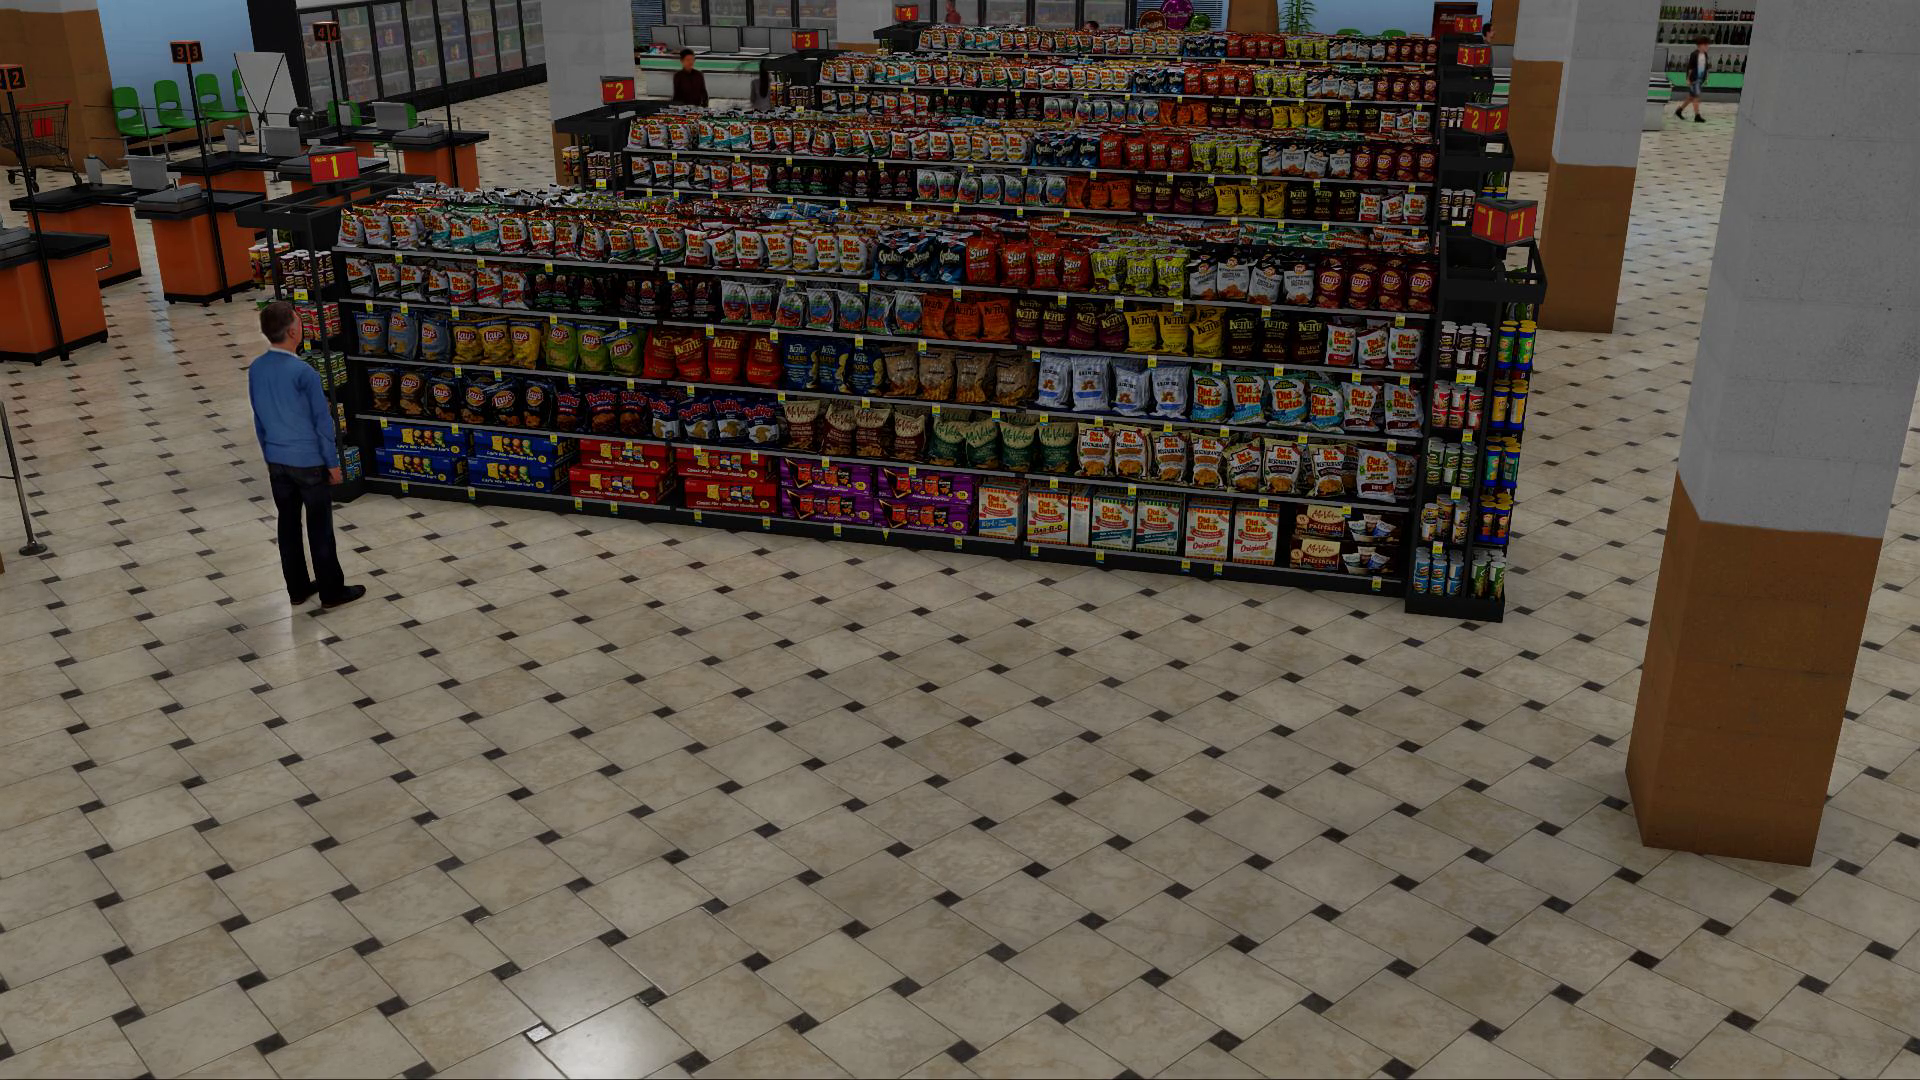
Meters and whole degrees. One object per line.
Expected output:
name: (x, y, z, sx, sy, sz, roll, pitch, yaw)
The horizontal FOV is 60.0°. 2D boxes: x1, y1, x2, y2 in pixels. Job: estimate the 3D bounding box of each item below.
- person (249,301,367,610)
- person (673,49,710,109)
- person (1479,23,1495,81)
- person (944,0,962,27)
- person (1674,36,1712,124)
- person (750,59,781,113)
person: (-3.845, -0.491, 9.653, 0.520, 1.817, 0.738, 8, 23, 19)
person: (-3.824, -6.013, 23.472, 1.002, 1.759, 1.086, -13, 25, -28)
person: (8.664, -7.668, 27.600, 0.578, 1.753, 0.632, 3, 22, 7)
person: (-0.045, -9.617, 32.389, 1.104, 1.799, 0.710, 7, 23, 16)
person: (12.687, -7.954, 28.760, 0.941, 1.420, 0.985, -12, 25, -26)
person: (-2.710, -5.781, 23.027, 0.575, 1.661, 0.682, 6, 23, 15)
